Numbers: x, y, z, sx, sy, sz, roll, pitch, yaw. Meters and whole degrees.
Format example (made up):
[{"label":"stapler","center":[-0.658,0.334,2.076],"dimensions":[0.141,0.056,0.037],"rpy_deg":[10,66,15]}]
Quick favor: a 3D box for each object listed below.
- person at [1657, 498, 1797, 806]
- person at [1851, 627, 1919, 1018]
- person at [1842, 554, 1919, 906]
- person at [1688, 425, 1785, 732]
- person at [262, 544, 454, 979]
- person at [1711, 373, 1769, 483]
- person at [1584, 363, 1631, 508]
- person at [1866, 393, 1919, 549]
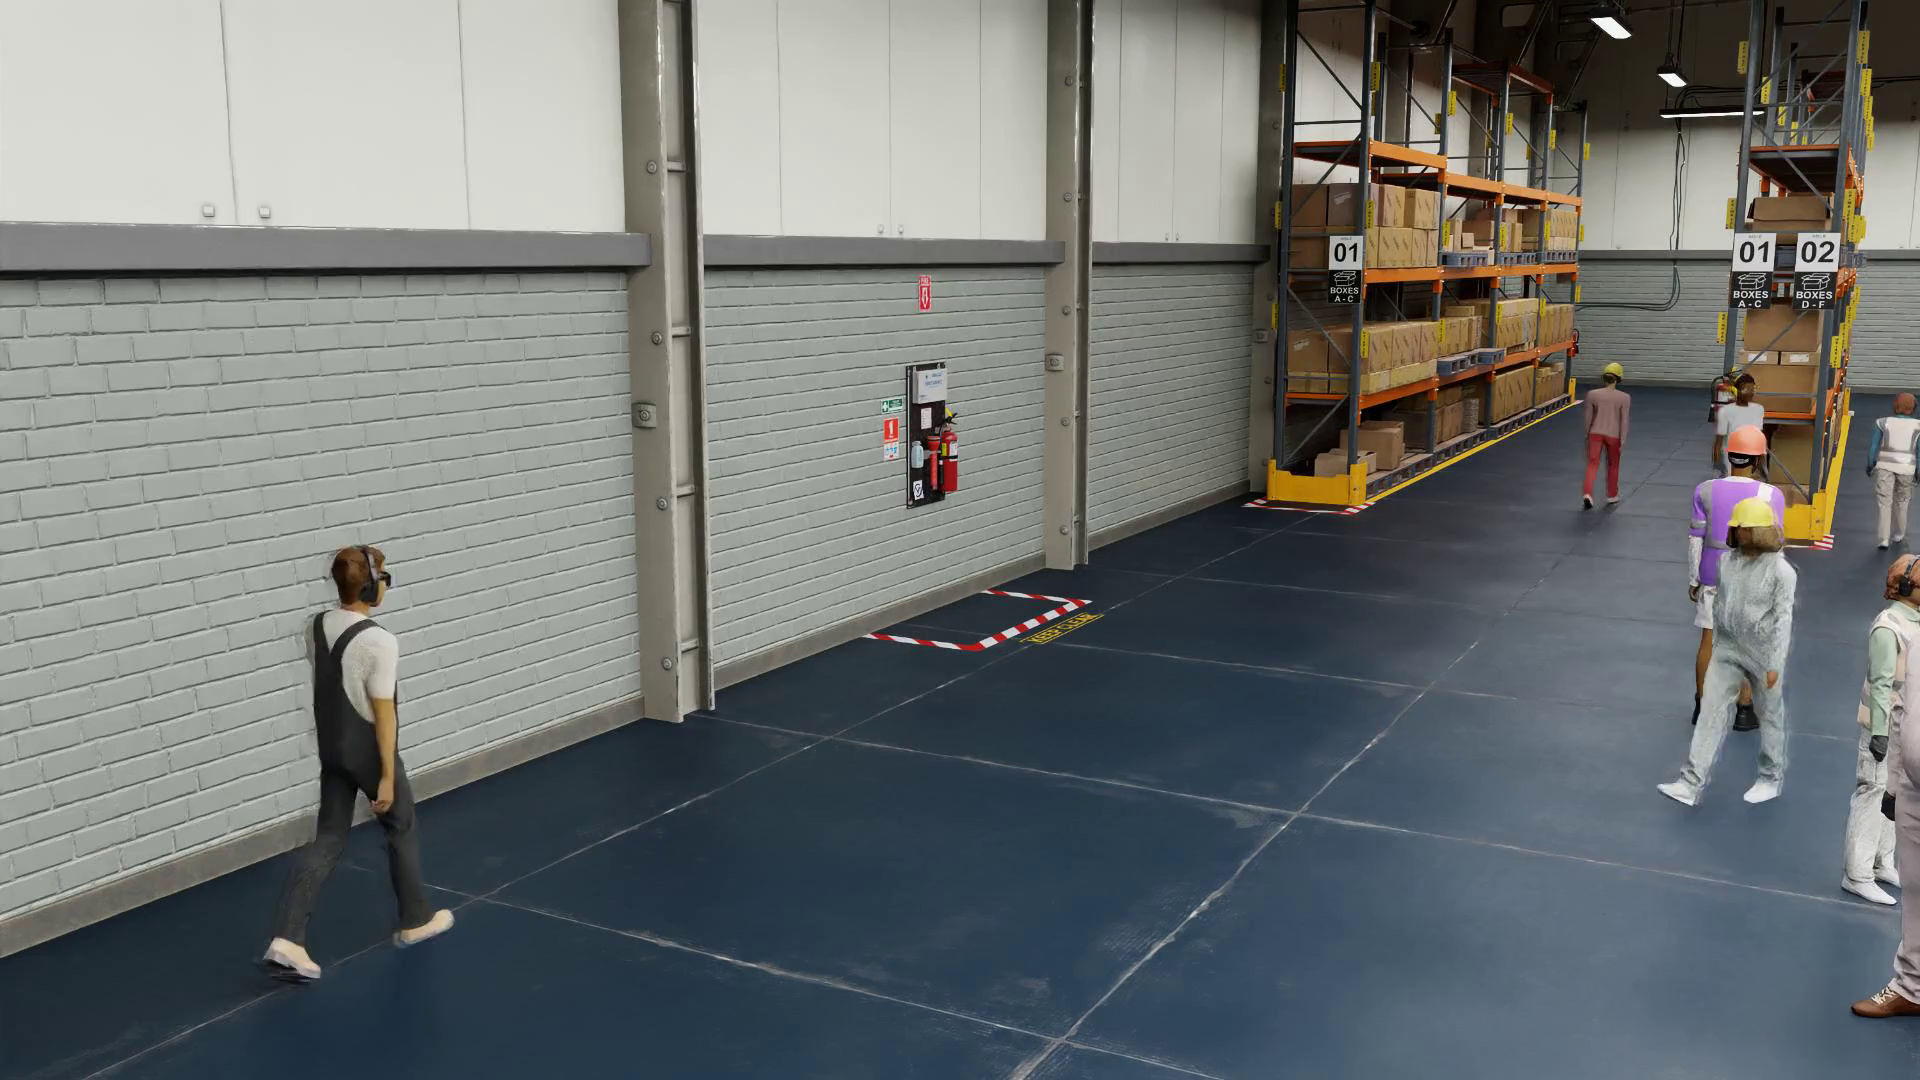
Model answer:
[{"label":"person","center":[4.190,0.624,8.959],"dimensions":[0.873,1.693,0.508],"rpy_deg":[-6,11,-31]},{"label":"person","center":[3.744,0.984,6.273],"dimensions":[0.404,1.906,0.651],"rpy_deg":[-3,10,-17]},{"label":"person","center":[4.348,0.871,7.740],"dimensions":[0.516,1.635,0.312],"rpy_deg":[-9,13,-42]},{"label":"person","center":[4.906,0.240,10.532],"dimensions":[0.552,1.937,0.356],"rpy_deg":[7,12,37]},{"label":"person","center":[-2.554,0.919,6.953],"dimensions":[0.529,1.816,0.896],"rpy_deg":[4,11,24]},{"label":"person","center":[7.820,-0.770,16.751],"dimensions":[0.518,1.842,0.833],"rpy_deg":[-3,10,-15]},{"label":"person","center":[7.709,-1.254,19.883],"dimensions":[0.524,1.728,0.872],"rpy_deg":[7,12,34]},{"label":"person","center":[9.636,-0.715,17.122],"dimensions":[0.524,1.594,0.859],"rpy_deg":[5,11,28]}]
